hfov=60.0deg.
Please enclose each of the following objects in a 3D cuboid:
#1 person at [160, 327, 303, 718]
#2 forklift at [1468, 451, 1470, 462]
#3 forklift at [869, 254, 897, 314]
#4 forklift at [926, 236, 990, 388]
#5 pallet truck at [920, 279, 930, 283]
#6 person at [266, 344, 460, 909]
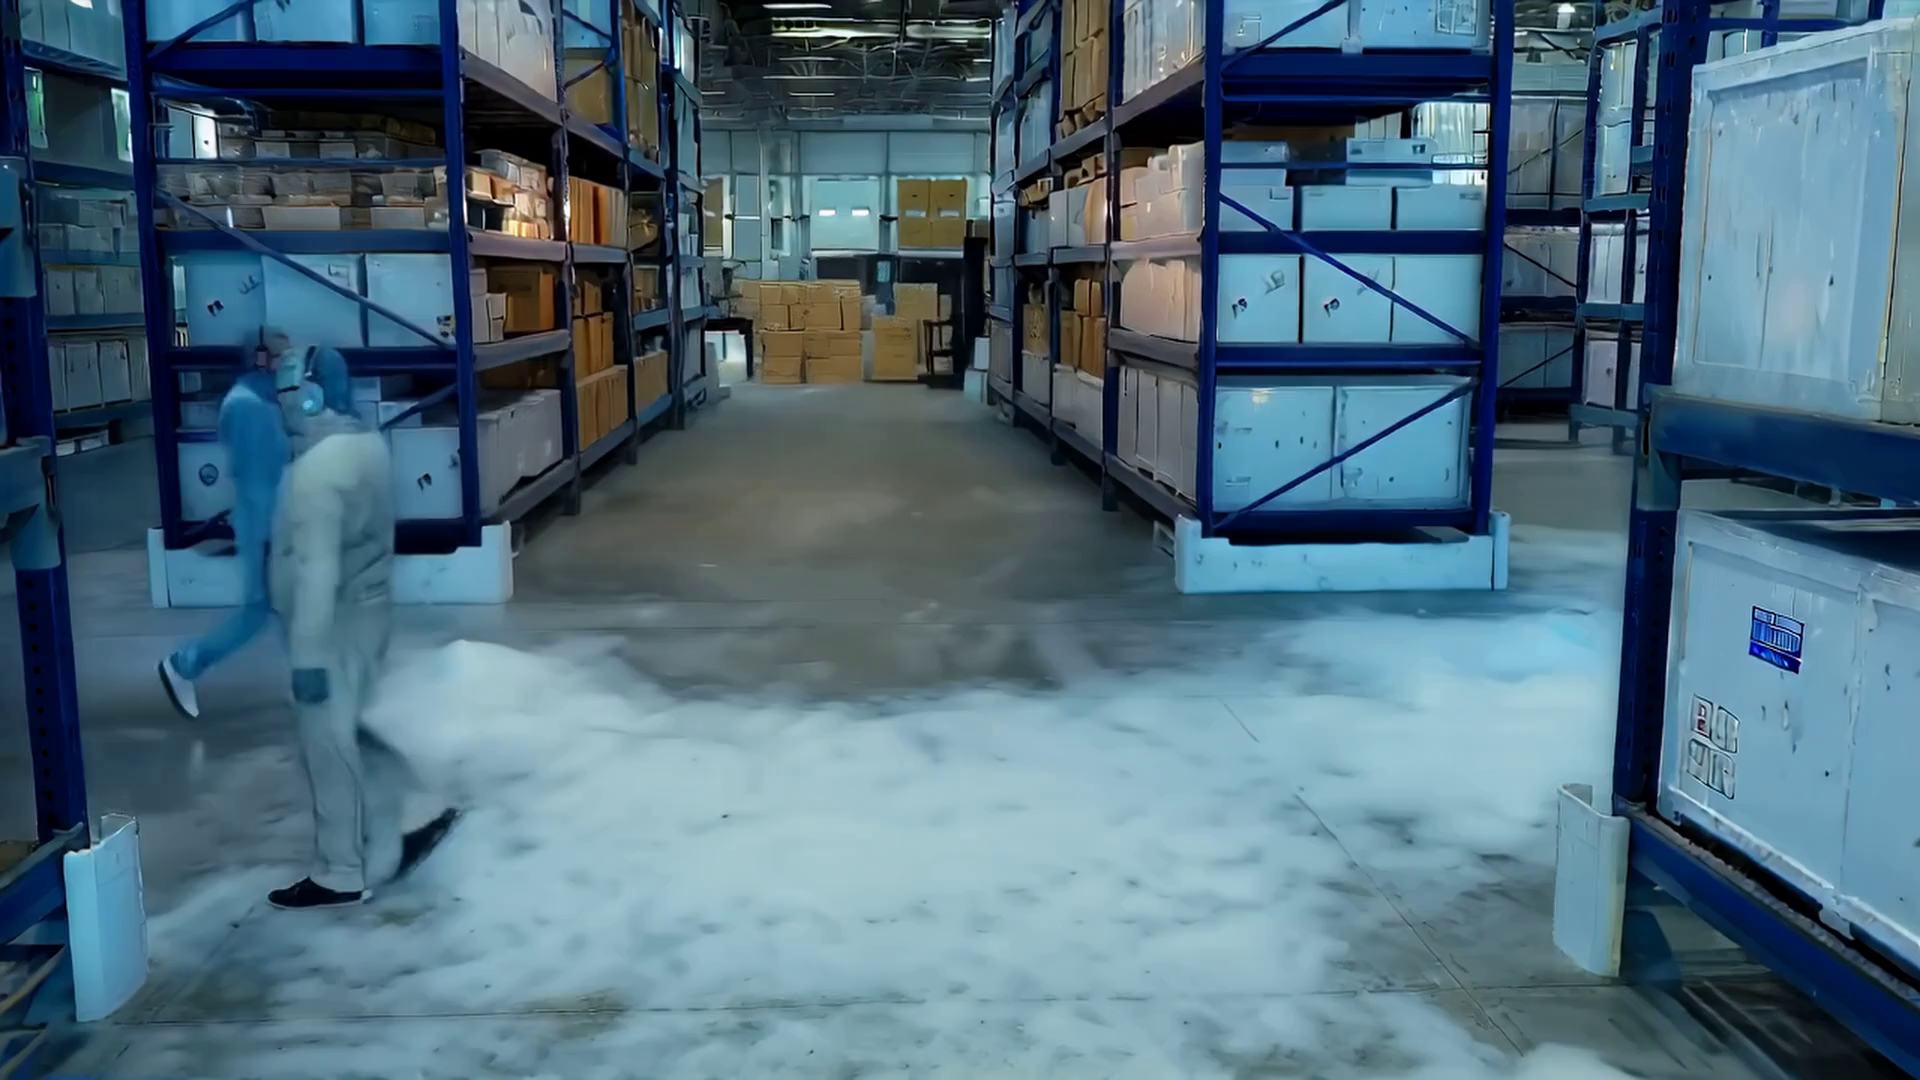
[{"bbox_3d":[-3.380,-0.078,7.963,0.809,1.878,0.649,-2,9,-11],"label":"person"},{"bbox_3d":[4.610,-2.207,18.189,1.873,2.768,1.129,4,10,22],"label":"forklift"},{"bbox_3d":[-2.577,-8.193,55.775,1.129,2.768,1.873,-7,11,-38],"label":"forklift"},{"bbox_3d":[0.265,-4.273,31.162,1.873,2.768,1.129,-1,9,-5],"label":"forklift"},{"bbox_3d":[-0.932,-8.922,63.114,1.885,1.965,0.823,2,9,13],"label":"pallet truck"},{"bbox_3d":[-2.046,0.300,5.525,0.500,1.893,0.668,-1,9,-3],"label":"person"}]
